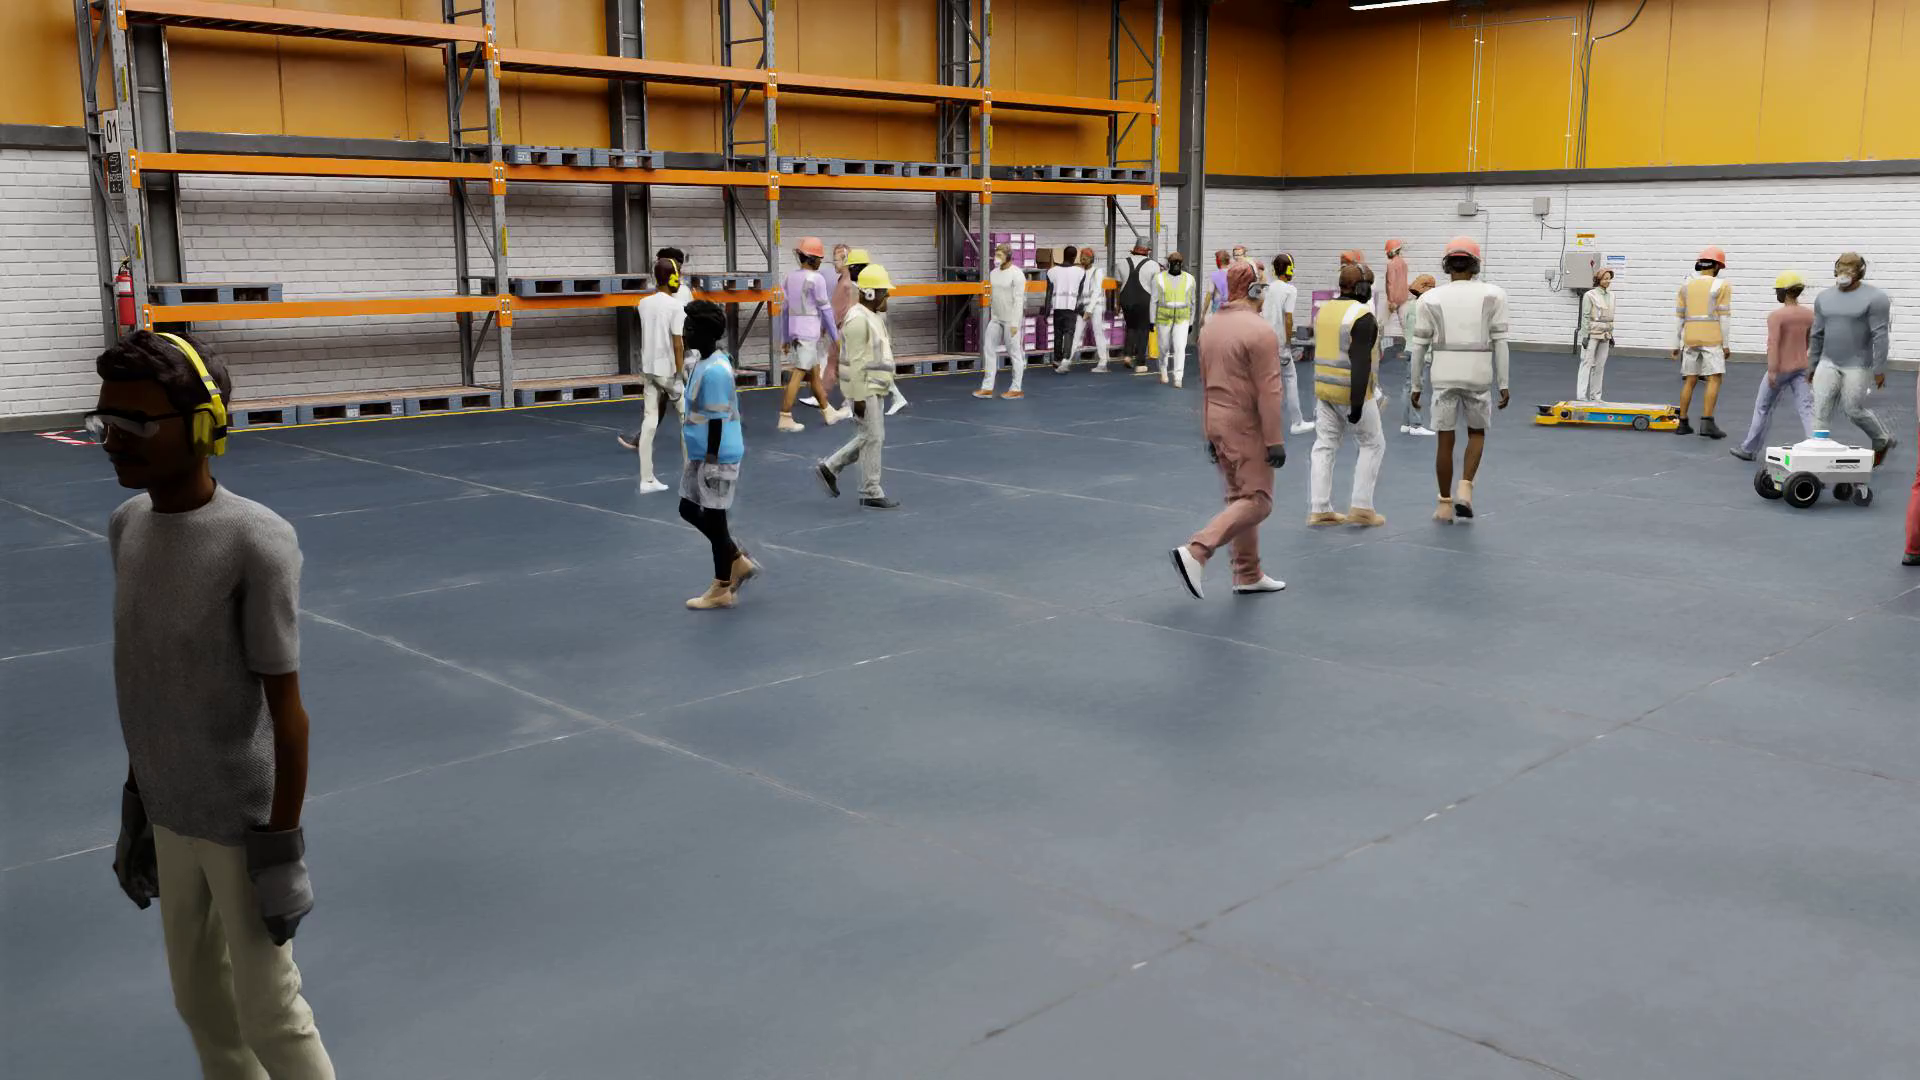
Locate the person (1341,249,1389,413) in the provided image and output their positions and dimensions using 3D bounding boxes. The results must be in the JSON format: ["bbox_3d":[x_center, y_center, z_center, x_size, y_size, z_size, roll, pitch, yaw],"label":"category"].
[{"bbox_3d":[4.362,-2.224,18.135,0.461,1.868,0.629,-1,10,-6],"label":"person"}]

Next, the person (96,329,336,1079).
[{"bbox_3d":[-1.402,0.539,3.127,0.511,1.854,0.327,7,12,32],"label":"person"}]

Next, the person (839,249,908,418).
[{"bbox_3d":[-1.011,-2.298,18.544,0.995,1.880,0.587,-5,11,-24],"label":"person"}]

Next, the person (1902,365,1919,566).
[{"bbox_3d":[5.959,-0.678,9.992,0.310,1.768,0.533,-1,10,-4],"label":"person"}]

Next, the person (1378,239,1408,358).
[{"bbox_3d":[7.120,-3.988,27.553,1.014,1.933,0.663,10,14,43],"label":"person"}]

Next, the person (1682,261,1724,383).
[{"bbox_3d":[10.206,-3.065,22.826,0.591,1.833,0.404,-2,11,-13],"label":"person"}]

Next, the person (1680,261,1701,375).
[{"bbox_3d":[10.665,-3.213,24.025,0.530,1.689,0.322,-4,11,-22],"label":"person"}]

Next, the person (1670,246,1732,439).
[{"bbox_3d":[7.455,-1.970,16.654,0.583,1.908,0.757,-6,12,-31],"label":"person"}]

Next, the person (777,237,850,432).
[{"bbox_3d":[-1.511,-2.131,17.292,1.041,1.984,0.617,-8,13,-37],"label":"person"}]

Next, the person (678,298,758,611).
[{"bbox_3d":[-1.348,-0.452,8.956,0.360,1.684,0.551,-3,11,-16],"label":"person"}]

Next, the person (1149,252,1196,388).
[{"bbox_3d":[2.862,-2.979,22.439,0.627,1.812,0.912,0,10,3],"label":"person"}]

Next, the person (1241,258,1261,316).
[{"bbox_3d":[4.266,-3.271,24.307,0.433,1.698,0.620,3,11,16],"label":"person"}]

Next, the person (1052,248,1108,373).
[{"bbox_3d":[1.814,-3.354,24.414,0.962,1.831,0.565,-8,13,-37],"label":"person"}]

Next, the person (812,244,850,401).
[{"bbox_3d":[-1.480,-2.573,19.890,0.632,1.923,0.708,6,12,31],"label":"person"}]

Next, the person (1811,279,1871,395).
[{"bbox_3d":[11.068,-2.569,20.765,0.507,1.592,0.863,-6,12,-29],"label":"person"}]

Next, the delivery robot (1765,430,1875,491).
[{"bbox_3d":[6.484,-0.587,12.543,0.707,0.478,0.477,0,10,-2],"label":"delivery robot"}]

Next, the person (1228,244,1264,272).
[{"bbox_3d":[4.286,-3.535,25.266,0.671,1.880,0.492,6,12,32],"label":"person"}]

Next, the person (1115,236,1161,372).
[{"bbox_3d":[2.678,-3.522,24.747,0.706,2.000,0.542,5,12,28],"label":"person"}]

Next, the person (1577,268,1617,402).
[{"bbox_3d":[7.512,-2.376,19.593,0.517,1.639,0.314,-6,12,-28],"label":"person"}]

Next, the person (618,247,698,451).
[{"bbox_3d":[-2.676,-1.770,15.535,1.029,1.911,0.623,-2,11,-9],"label":"person"}]

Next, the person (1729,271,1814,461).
[{"bbox_3d":[7.264,-1.501,14.627,0.525,1.715,0.950,-3,11,-15],"label":"person"}]

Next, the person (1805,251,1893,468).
[{"bbox_3d":[7.497,-1.467,13.974,0.814,1.895,0.663,-6,12,-31],"label":"person"}]

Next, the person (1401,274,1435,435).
[{"bbox_3d":[4.682,-1.886,16.941,0.283,1.633,0.498,-1,10,-5],"label":"person"}]

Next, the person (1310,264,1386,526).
[{"bbox_3d":[2.727,-0.998,11.576,0.612,1.818,0.632,-5,11,-25],"label":"person"}]

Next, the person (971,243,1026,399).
[{"bbox_3d":[0.461,-2.668,20.423,0.802,1.914,0.655,-8,13,-39],"label":"person"}]

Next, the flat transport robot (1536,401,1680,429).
[{"bbox_3d":[6.908,-1.335,17.651,1.431,0.197,0.652,5,11,25],"label":"flat transport robot"}]

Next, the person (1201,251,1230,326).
[{"bbox_3d":[3.781,-3.294,24.170,0.582,1.792,0.889,-6,12,-30],"label":"person"}]

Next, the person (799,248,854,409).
[{"bbox_3d":[-1.389,-2.409,19.154,0.943,1.863,0.662,-4,11,-20],"label":"person"}]

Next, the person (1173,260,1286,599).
[{"bbox_3d":[1.523,-0.597,9.203,0.723,1.888,0.652,-4,11,-18],"label":"person"}]

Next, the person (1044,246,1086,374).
[{"bbox_3d":[1.534,-3.378,24.421,0.612,1.881,0.869,2,11,11],"label":"person"}]

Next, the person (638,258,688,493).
[{"bbox_3d":[-2.306,-1.306,13.226,0.523,1.837,0.787,6,12,29],"label":"person"}]

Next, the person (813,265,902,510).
[{"bbox_3d":[-0.761,-1.117,12.273,0.613,1.817,0.605,2,11,9],"label":"person"}]

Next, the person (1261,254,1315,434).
[{"bbox_3d":[3.260,-1.959,16.798,0.877,1.824,0.540,-8,13,-38],"label":"person"}]

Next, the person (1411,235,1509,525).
[{"bbox_3d":[3.504,-1.113,11.669,0.665,2.021,0.473,3,11,15],"label":"person"}]
